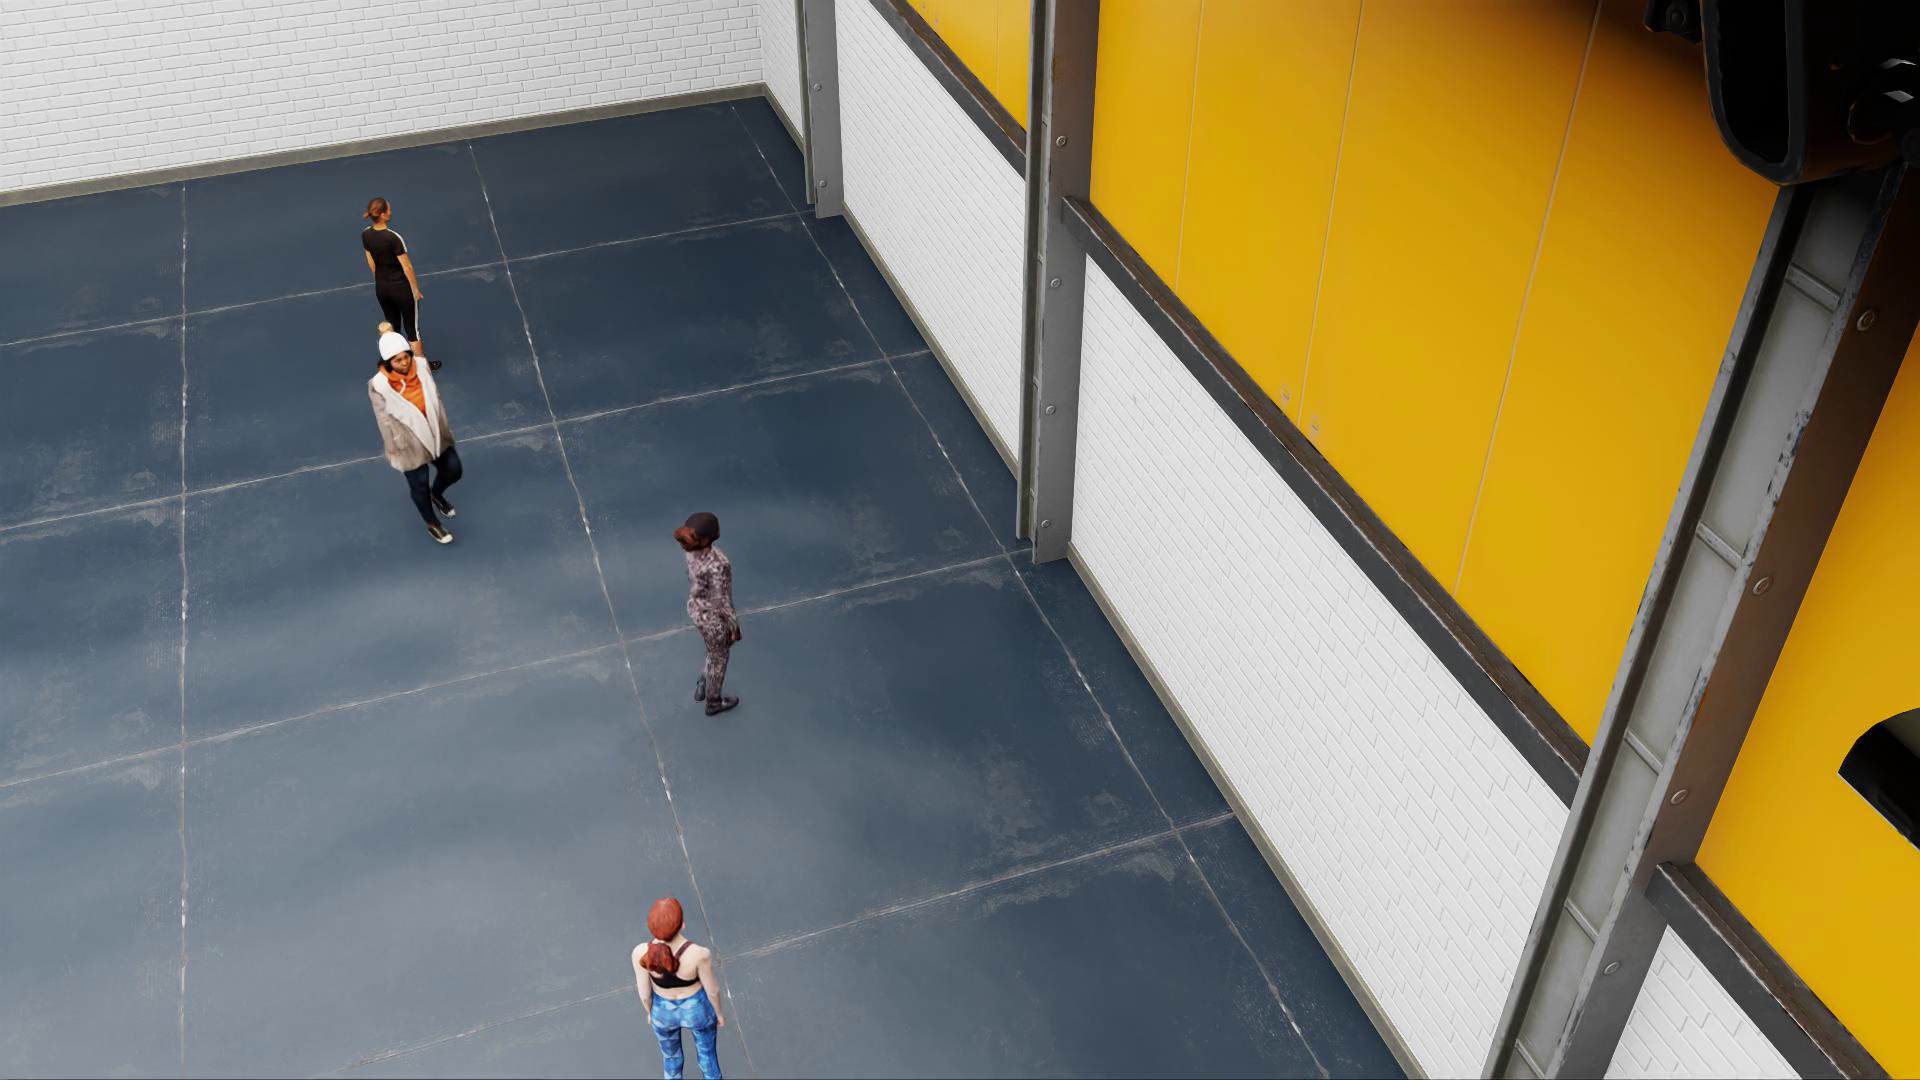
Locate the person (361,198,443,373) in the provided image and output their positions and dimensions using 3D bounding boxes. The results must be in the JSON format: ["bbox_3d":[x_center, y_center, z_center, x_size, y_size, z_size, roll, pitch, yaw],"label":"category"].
[{"bbox_3d":[-4.910,-2.194,14.452,0.657,1.669,0.703,14,41,17],"label":"person"}]

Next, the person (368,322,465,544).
[{"bbox_3d":[-4.155,-0.843,12.586,0.907,1.887,0.871,27,46,30],"label":"person"}]

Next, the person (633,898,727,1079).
[{"bbox_3d":[-1.419,2.448,8.547,0.645,1.785,0.679,0,39,0],"label":"person"}]

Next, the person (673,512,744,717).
[{"bbox_3d":[-1.724,0.530,11.012,0.727,1.706,0.634,-24,44,-27],"label":"person"}]
